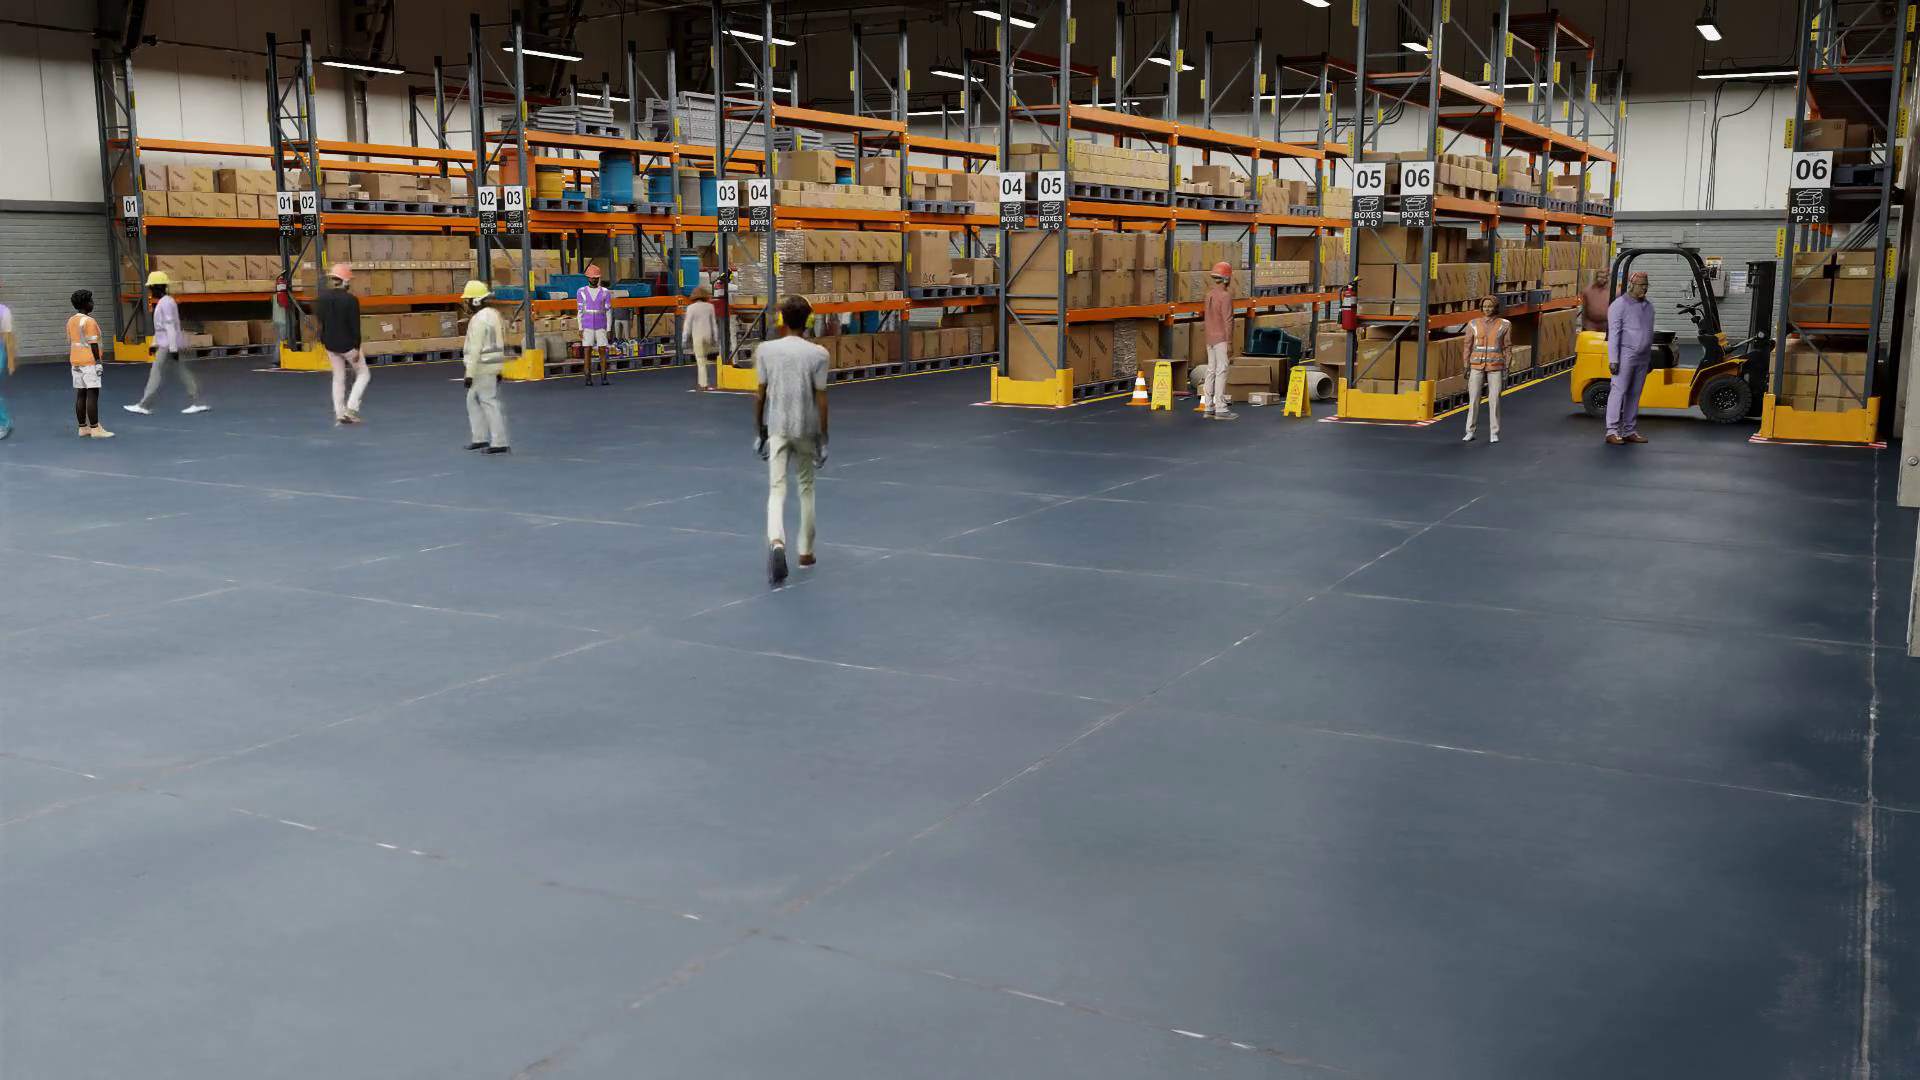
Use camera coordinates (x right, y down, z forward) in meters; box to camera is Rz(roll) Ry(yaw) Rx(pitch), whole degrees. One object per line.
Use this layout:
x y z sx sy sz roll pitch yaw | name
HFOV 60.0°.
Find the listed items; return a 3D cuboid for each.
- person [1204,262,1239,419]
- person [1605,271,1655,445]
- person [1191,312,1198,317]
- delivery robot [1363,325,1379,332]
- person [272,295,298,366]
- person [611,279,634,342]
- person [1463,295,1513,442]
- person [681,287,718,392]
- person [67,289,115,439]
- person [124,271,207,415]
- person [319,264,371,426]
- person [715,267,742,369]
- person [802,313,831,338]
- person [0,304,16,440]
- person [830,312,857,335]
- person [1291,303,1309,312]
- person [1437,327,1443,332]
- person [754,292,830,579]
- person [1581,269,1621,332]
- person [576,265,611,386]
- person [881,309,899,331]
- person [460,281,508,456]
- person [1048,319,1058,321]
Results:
3.320 -2.533 21.197 0.373 1.997 0.616 -3 10 -19 | person
7.439 -2.007 18.389 0.651 1.904 0.403 -5 11 -28 | person
4.857 -4.396 33.189 0.513 1.630 0.318 2 10 14 | person
9.373 -4.630 37.416 0.707 0.478 0.477 -2 10 -11 | delivery robot
-12.731 -4.097 31.508 0.515 1.590 0.814 6 12 33 | person
-6.592 -4.277 32.465 0.499 1.634 0.285 4 10 22 | person
5.886 -1.908 18.582 0.523 1.639 0.309 5 11 25 | person
-3.993 -3.073 25.480 0.600 1.596 0.535 -9 13 -44 | person
-9.942 -2.000 18.957 0.533 1.697 0.318 7 12 35 | person
-10.452 -2.578 21.820 0.994 1.874 0.588 -4 10 -21 | person
-7.511 -2.370 20.297 0.621 1.980 0.439 3 10 18 | person
-4.260 -4.073 30.575 0.513 1.875 0.328 1 10 8 | person
-2.596 -3.923 29.554 0.622 1.932 0.369 0 10 2 | person
-10.901 -2.006 18.627 0.605 1.818 0.466 2 10 14 | person
-2.418 -4.659 33.663 0.646 1.987 1.048 6 11 32 | person
7.870 -5.378 38.152 0.976 1.885 0.567 -8 12 -37 | person
10.372 -5.001 36.025 0.538 1.877 1.041 5 11 26 | person
-1.103 -0.682 10.808 0.518 1.847 0.823 0 10 0 | person
10.987 -3.713 28.522 0.647 1.863 0.996 5 11 28 | person
-5.862 -3.433 26.687 0.540 1.930 0.384 -2 10 -13 | person
-1.527 -4.981 35.933 0.502 1.867 0.323 7 12 34 | person
-5.011 -1.763 17.194 0.654 1.811 0.609 0 10 -2 | person
1.943 -4.267 32.040 0.546 1.764 0.319 4 11 23 | person
